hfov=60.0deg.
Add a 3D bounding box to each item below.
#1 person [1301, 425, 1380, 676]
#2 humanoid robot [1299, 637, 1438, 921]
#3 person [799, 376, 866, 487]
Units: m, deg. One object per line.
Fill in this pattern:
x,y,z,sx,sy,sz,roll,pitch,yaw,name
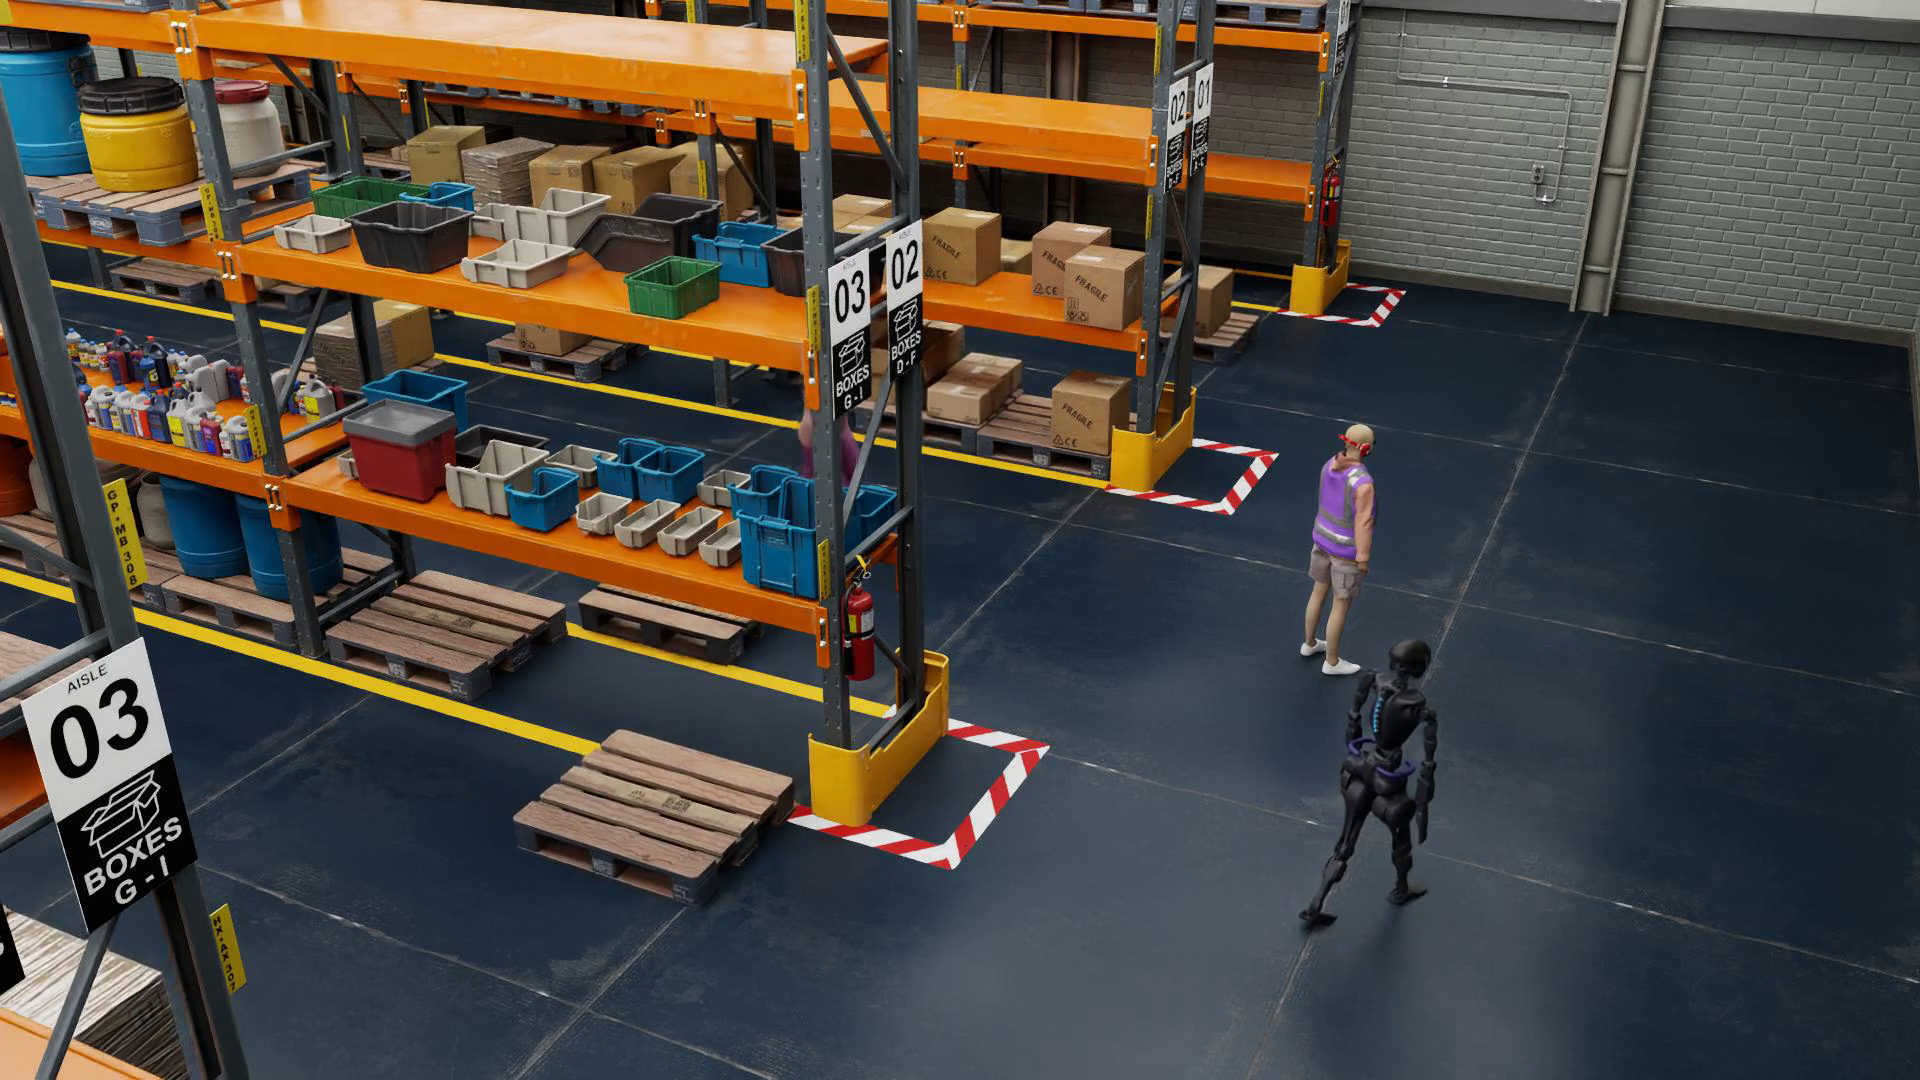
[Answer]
2.428,0.058,10.589,0.350,1.688,0.488,-11,28,-21,person
2.104,1.203,8.351,0.791,1.636,0.611,-16,30,-29,humanoid robot
-0.858,-0.740,12.100,0.795,1.768,0.533,8,27,16,person
